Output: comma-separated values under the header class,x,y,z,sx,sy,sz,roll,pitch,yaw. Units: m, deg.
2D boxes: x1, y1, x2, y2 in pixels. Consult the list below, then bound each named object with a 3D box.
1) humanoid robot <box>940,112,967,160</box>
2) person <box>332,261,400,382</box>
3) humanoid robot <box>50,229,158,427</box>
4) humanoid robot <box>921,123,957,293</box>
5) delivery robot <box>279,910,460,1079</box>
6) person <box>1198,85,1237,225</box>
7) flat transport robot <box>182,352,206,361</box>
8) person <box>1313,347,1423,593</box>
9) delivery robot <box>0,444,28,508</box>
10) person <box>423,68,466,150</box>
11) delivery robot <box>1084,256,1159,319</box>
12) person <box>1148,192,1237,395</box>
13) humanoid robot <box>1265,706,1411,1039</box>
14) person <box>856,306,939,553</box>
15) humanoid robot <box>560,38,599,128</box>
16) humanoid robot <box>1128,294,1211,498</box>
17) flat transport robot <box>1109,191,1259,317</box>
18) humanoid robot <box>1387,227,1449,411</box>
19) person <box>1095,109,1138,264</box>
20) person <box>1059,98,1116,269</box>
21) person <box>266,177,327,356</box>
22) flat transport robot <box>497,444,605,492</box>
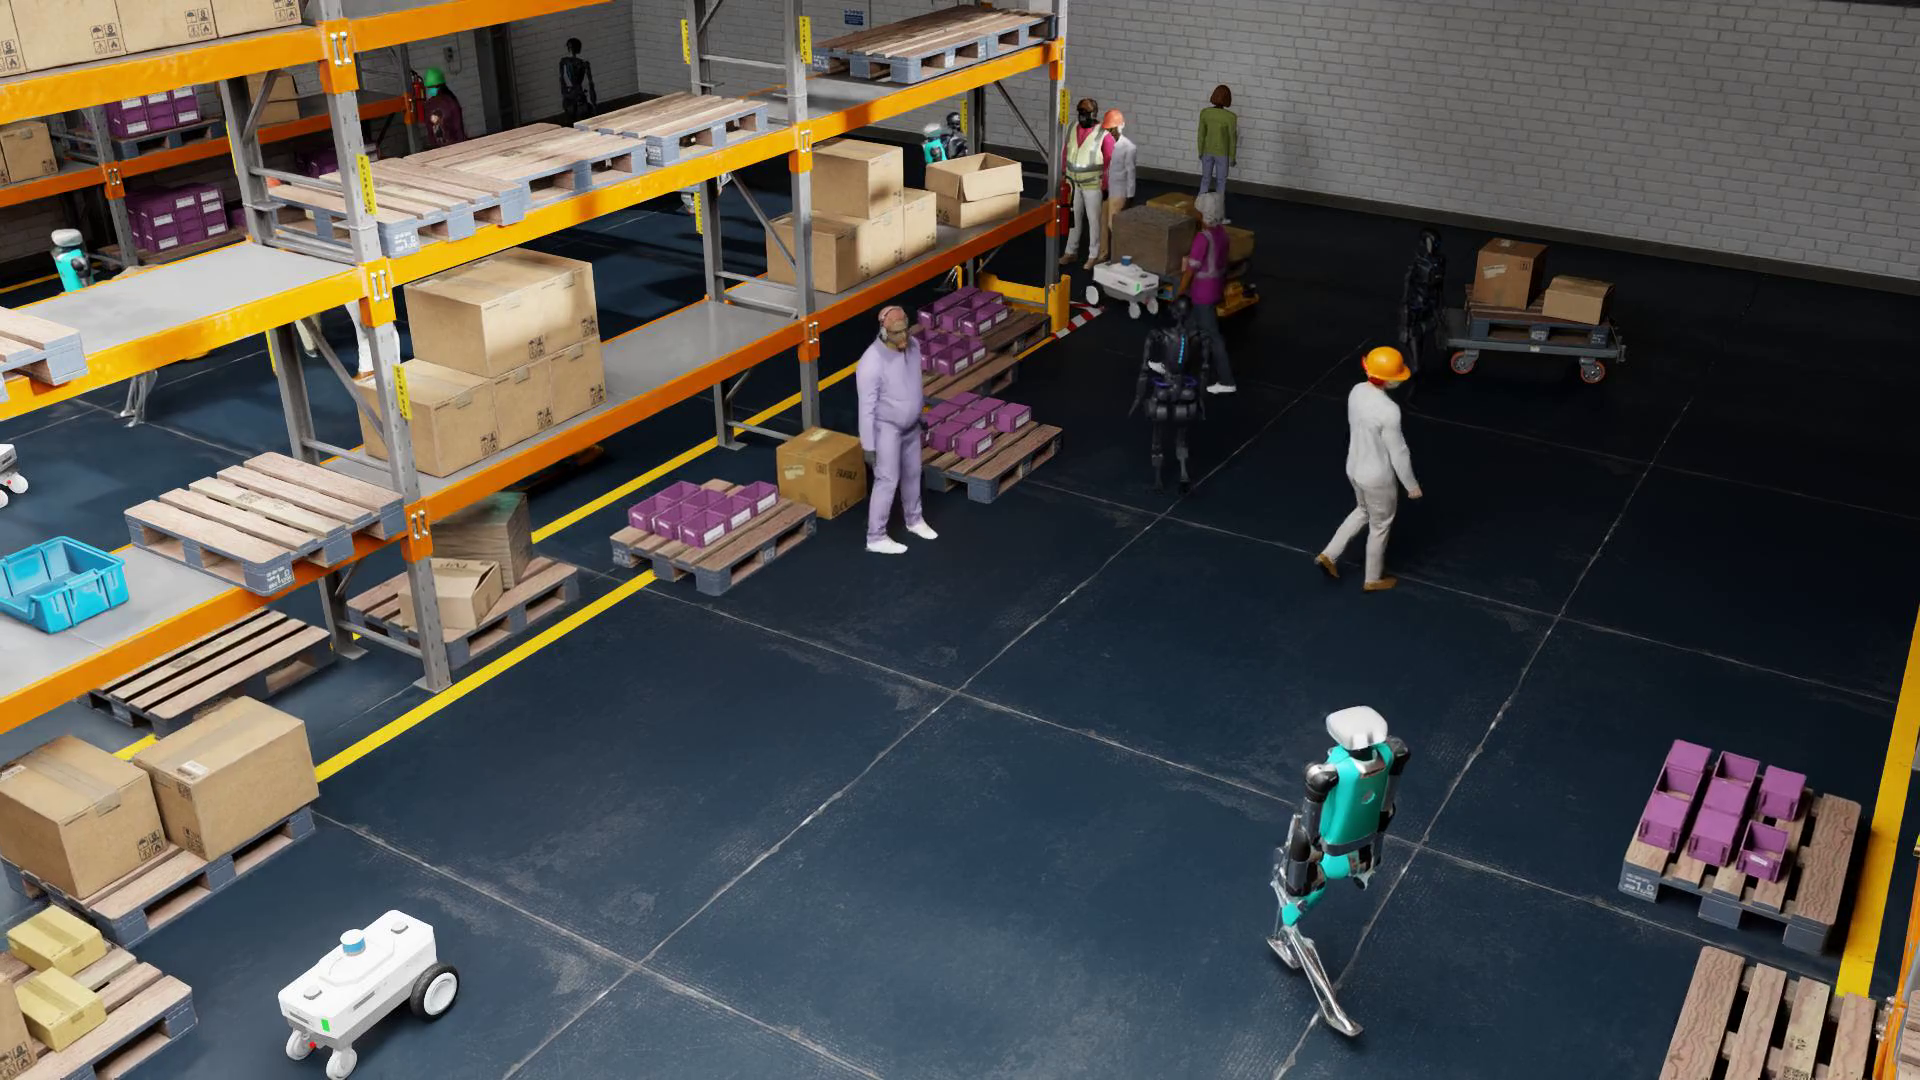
class,x,y,z,sx,sy,sz,roll,pitch,yaw
humanoid robot,-0.108,-3.881,18.285,0.355,1.649,0.606,-22,34,-36
person,-5.330,-2.301,14.895,0.627,1.934,0.370,8,28,15
humanoid robot,-7.179,-1.823,14.158,0.533,1.761,0.713,22,34,37
humanoid robot,0.022,-3.494,17.475,0.852,1.752,0.567,-4,27,-8
delivery robot,-2.785,2.081,7.782,0.499,0.595,0.792,15,30,26
person,3.032,-4.544,19.640,0.505,1.631,0.267,19,33,33
flat transport robot,-7.943,-1.746,15.638,1.431,0.231,0.659,-19,33,-33
person,2.839,-0.466,11.361,0.539,1.855,0.589,-9,28,-17
delivery robot,-7.761,-0.560,12.979,0.782,0.589,0.499,2,27,4
person,-5.928,-4.515,19.290,0.510,1.896,1.008,5,27,9
delivery robot,1.674,-2.614,17.050,0.499,0.610,0.788,-20,33,-34
person,2.140,-2.204,14.855,0.940,1.793,0.512,14,30,25
humanoid robot,1.633,1.443,7.752,0.545,1.742,1.020,-13,30,-24
person,-0.458,-0.801,12.001,0.403,1.890,0.695,16,31,28
humanoid robot,-5.142,-5.878,22.246,0.607,1.638,0.490,13,30,25
humanoid robot,1.616,-1.074,12.766,0.613,1.647,0.443,-5,27,-9
flat transport robot,2.346,-2.645,17.409,1.431,0.231,0.659,22,34,36
humanoid robot,3.993,-1.916,14.422,0.600,1.653,0.359,-20,33,-34
person,1.624,-3.805,18.068,0.386,1.742,0.597,-22,34,-36
person,1.363,-3.878,18.102,0.622,1.845,0.431,19,33,33
person,-6.370,-2.643,15.802,0.586,1.714,0.775,-20,33,-34
flat transport robot,-3.596,-0.591,13.362,0.659,0.231,1.431,16,31,28
